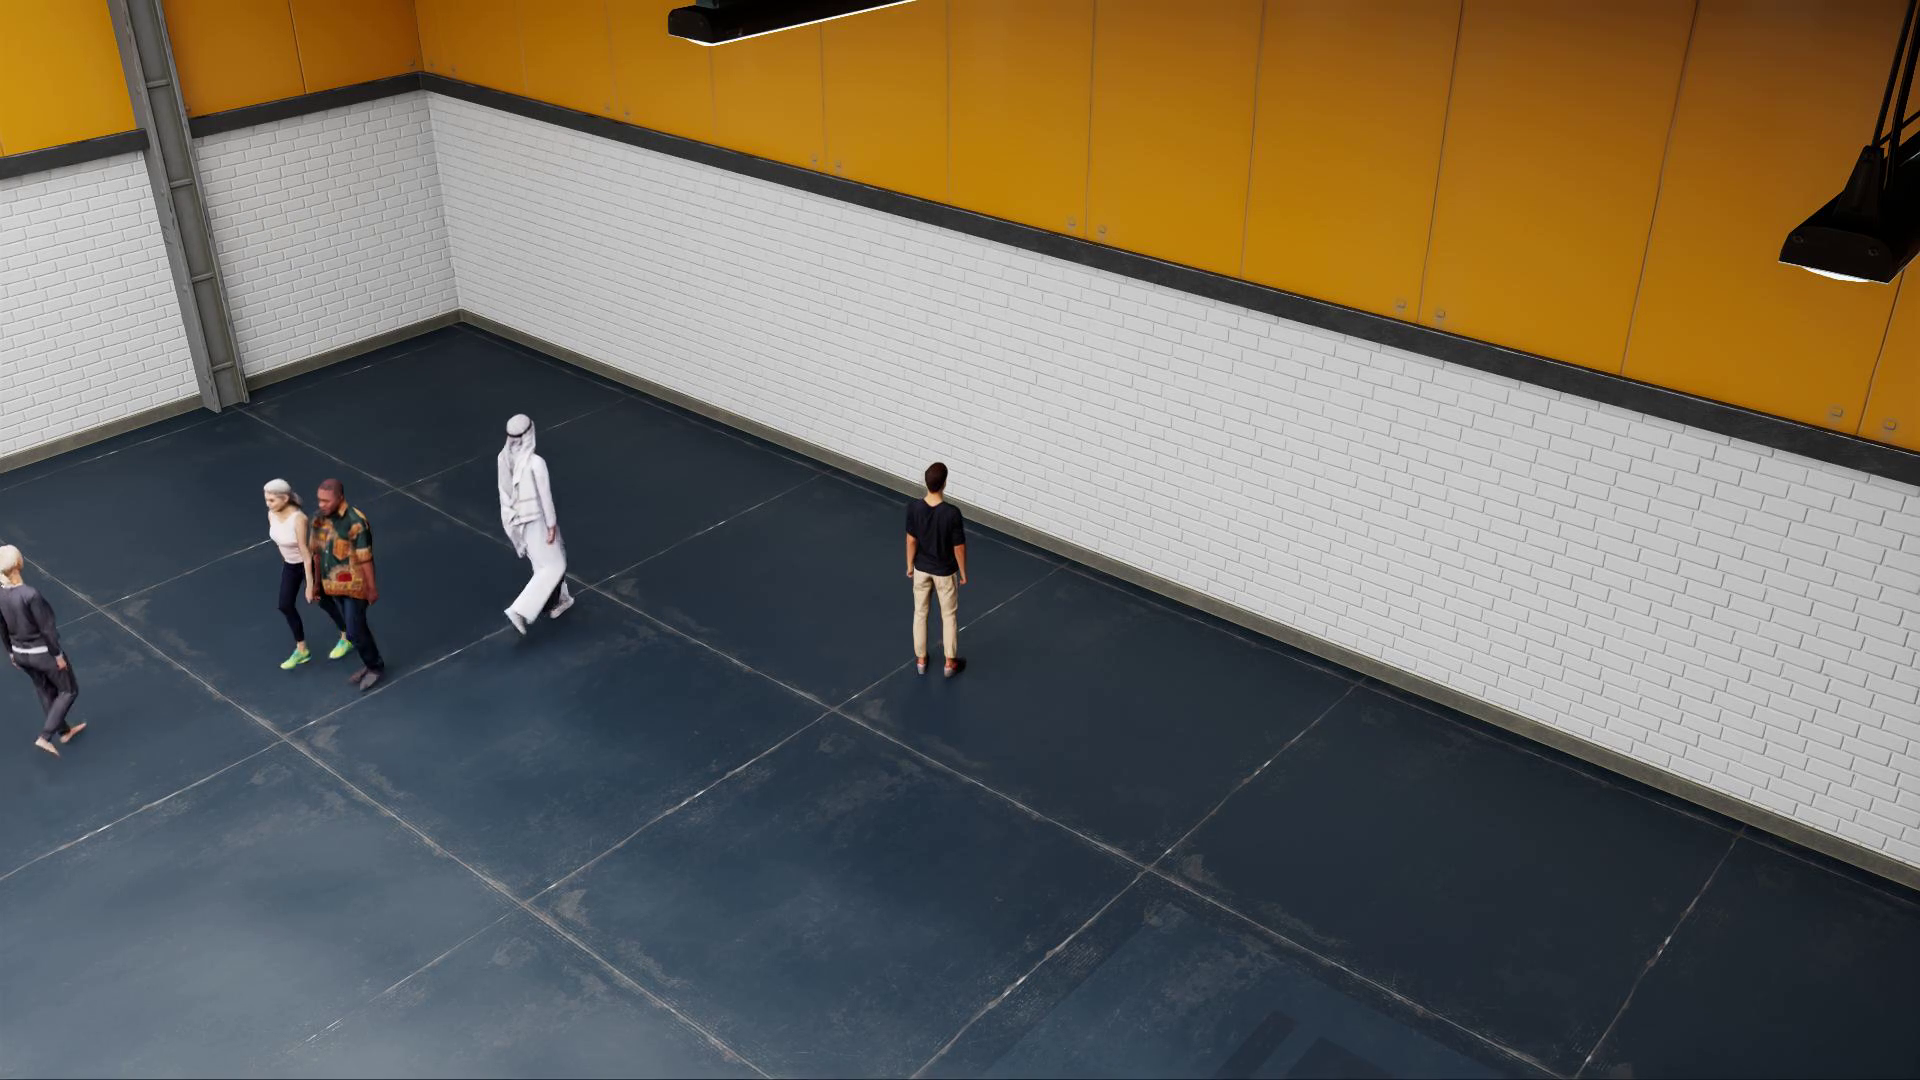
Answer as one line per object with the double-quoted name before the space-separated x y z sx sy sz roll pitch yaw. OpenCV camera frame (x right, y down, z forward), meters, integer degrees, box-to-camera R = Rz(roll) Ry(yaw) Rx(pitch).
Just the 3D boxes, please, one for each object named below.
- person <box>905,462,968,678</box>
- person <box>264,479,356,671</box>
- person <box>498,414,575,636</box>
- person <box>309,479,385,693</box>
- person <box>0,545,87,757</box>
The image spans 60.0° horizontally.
"person" -0.195 0.237 13.229 0.721 1.856 0.684 8 30 14
"person" -5.236 0.213 13.464 0.742 1.675 0.883 16 32 26
"person" -3.605 -0.101 13.802 0.817 1.902 1.119 15 32 25
"person" -4.783 0.294 13.189 0.716 1.795 0.708 18 33 29
"person" -6.844 0.853 12.252 0.822 1.711 0.936 6 29 11
